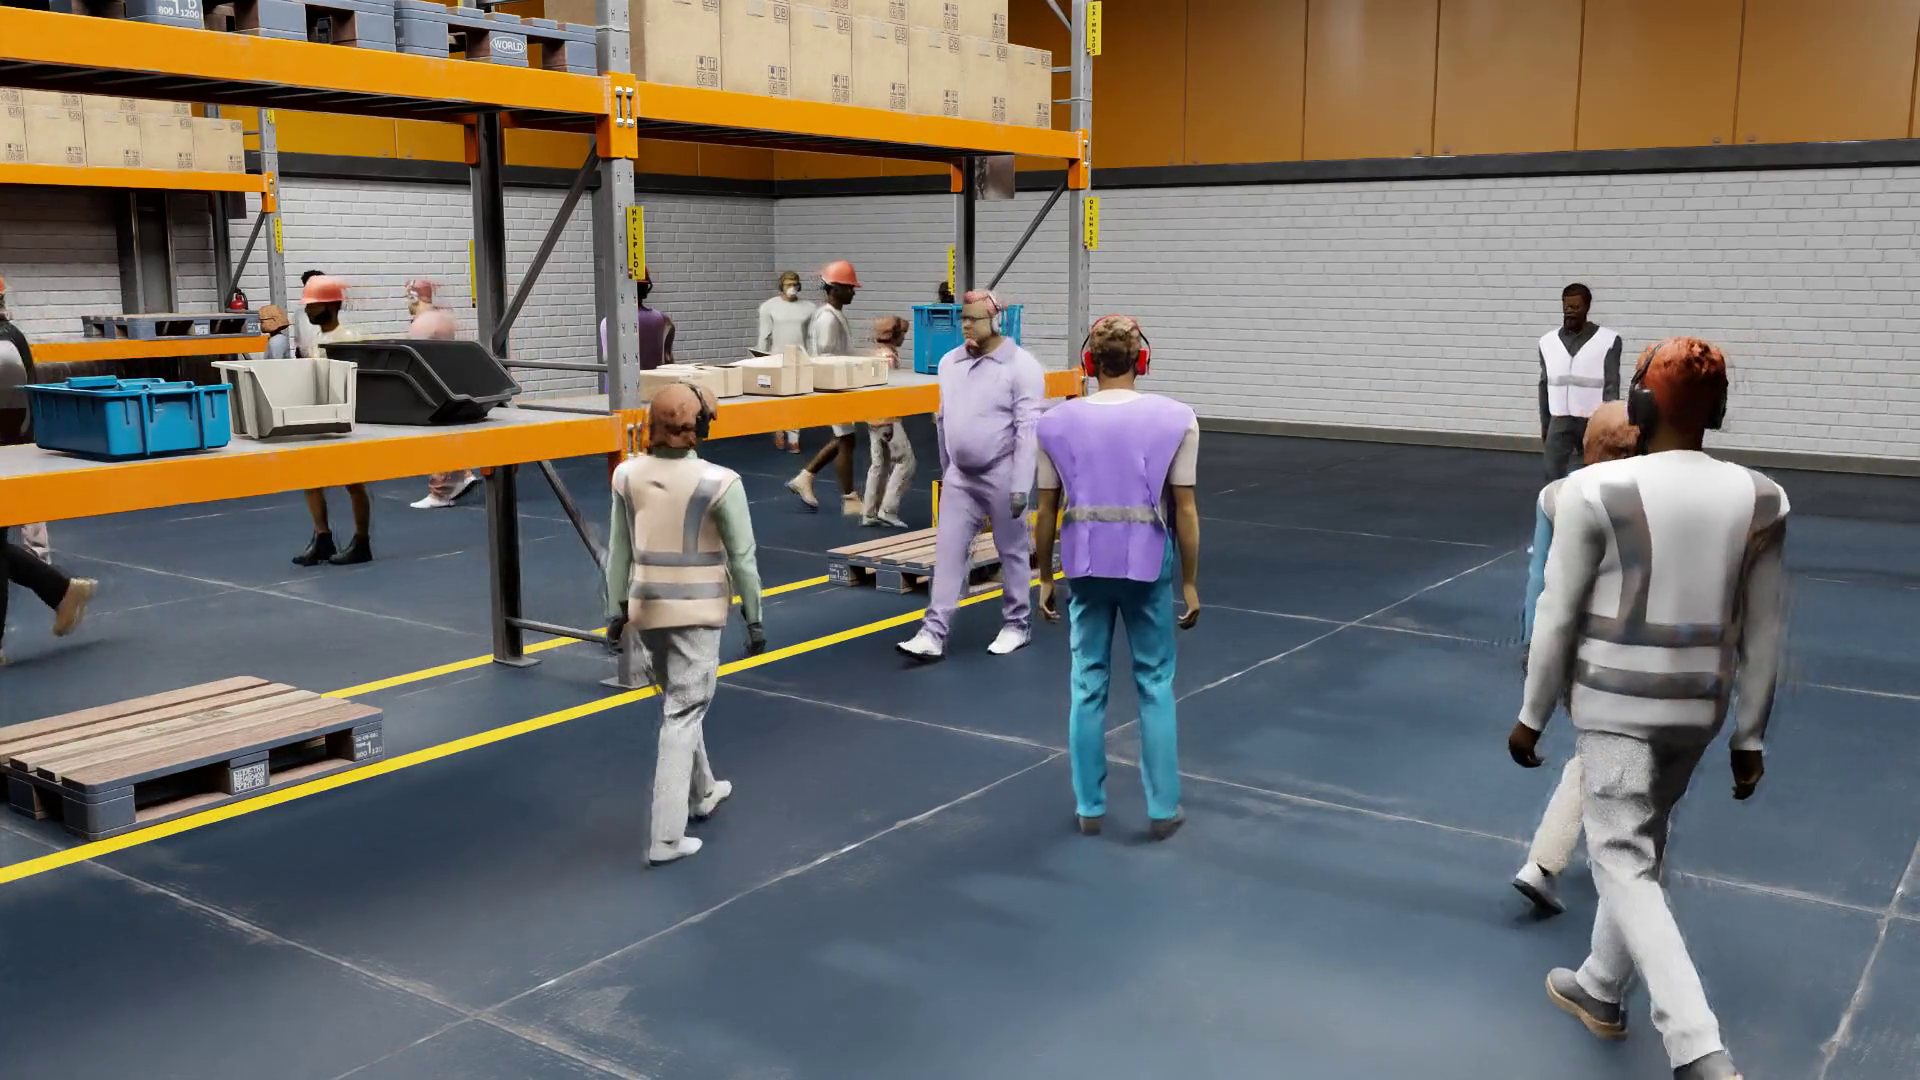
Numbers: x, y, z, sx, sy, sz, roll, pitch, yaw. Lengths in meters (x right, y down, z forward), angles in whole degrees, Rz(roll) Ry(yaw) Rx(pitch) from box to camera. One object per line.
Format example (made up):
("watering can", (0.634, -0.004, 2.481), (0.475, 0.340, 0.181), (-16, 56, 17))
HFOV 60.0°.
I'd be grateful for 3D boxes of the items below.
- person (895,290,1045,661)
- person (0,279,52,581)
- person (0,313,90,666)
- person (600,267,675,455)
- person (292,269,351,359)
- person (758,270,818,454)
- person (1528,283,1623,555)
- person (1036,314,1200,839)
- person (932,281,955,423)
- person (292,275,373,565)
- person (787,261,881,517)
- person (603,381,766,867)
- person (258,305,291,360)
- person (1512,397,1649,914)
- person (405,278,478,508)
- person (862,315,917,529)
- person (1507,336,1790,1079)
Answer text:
("person", (0.059, -0.299, 8.316), (0.679, 1.864, 0.933), (7, 12, 35))
("person", (-6.096, -0.725, 10.590), (0.444, 1.978, 0.617), (-6, 11, -33))
("person", (-4.812, -0.378, 8.291), (0.720, 2.000, 0.694), (-8, 13, -41))
("person", (-2.237, -0.910, 11.452), (0.391, 2.040, 0.615), (7, 12, 37))
("person", (-5.904, -1.528, 15.422), (0.619, 1.944, 0.505), (2, 10, 12))
("person", (-1.768, -1.854, 17.420), (0.655, 1.925, 0.435), (-4, 10, -22))
("person", (4.327, -0.854, 11.636), (0.603, 1.878, 0.983), (8, 12, 38))
("person", (0.548, 0.140, 5.813), (0.584, 1.836, 0.414), (2, 10, 14))
("person", (-0.127, -2.235, 20.104), (0.645, 1.796, 0.831), (-1, 10, -7))
("person", (-4.196, -0.763, 10.929), (0.570, 1.919, 0.649), (8, 13, 41))
("person", (-0.995, -1.181, 13.122), (0.739, 2.027, 0.613), (0, 10, 3))
("person", (-0.896, 0.259, 5.747), (0.544, 1.607, 0.768), (5, 11, 25))
("person", (-6.109, -1.287, 14.931), (0.271, 1.627, 0.499), (-3, 10, -16))
("person", (2.006, 0.354, 5.247), (0.834, 1.602, 0.527), (-8, 12, -38))
("person", (-4.315, -1.200, 13.643), (0.447, 1.881, 0.688), (0, 10, 1))
("person", (-0.539, -0.882, 12.550), (0.465, 1.614, 0.541), (-2, 10, -12))
("person", (1.704, 0.436, 4.017), (0.577, 1.857, 0.914), (-2, 10, -10))
